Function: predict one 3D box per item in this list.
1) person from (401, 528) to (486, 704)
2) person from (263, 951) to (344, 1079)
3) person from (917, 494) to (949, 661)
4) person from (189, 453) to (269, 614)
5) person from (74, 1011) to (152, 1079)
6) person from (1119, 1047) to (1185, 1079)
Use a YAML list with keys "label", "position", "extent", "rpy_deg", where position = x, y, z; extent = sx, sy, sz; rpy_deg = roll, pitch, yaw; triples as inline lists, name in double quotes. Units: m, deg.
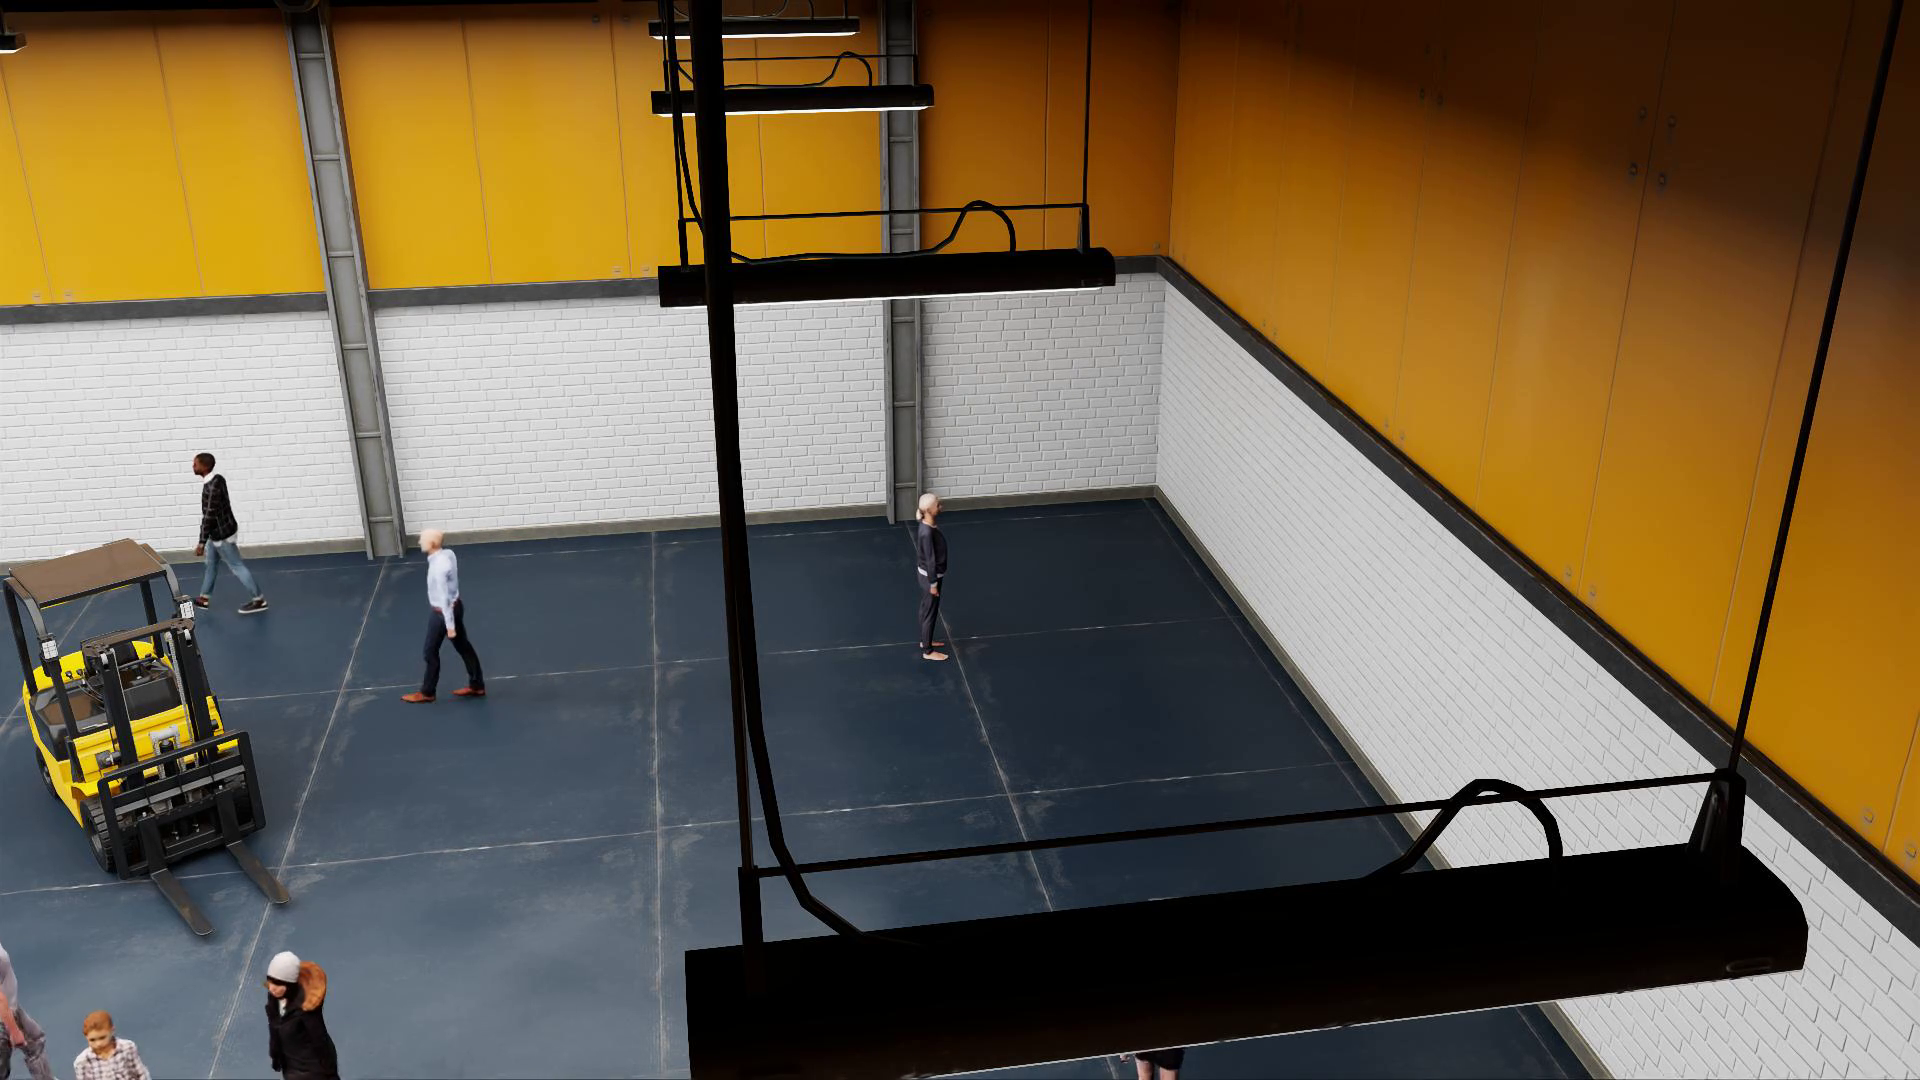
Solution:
- label: "person"
  position: [-4.728, 0.715, 15.627]
  extent: [0.986, 1.765, 0.678]
  rpy_deg: [-2, 24, -5]
- label: "person"
  position: [-3.975, 3.153, 10.243]
  extent: [1.036, 1.611, 1.077]
  rpy_deg: [16, 28, 32]
- label: "person"
  position: [-0.301, 0.338, 16.537]
  extent: [0.520, 1.727, 0.607]
  rpy_deg: [-3, 24, -6]
- label: "person"
  position: [-7.581, -0.043, 17.341]
  extent: [1.146, 1.781, 0.787]
  rpy_deg: [-8, 25, -18]
- label: "person"
  position: [-5.145, 3.358, 10.160]
  extent: [0.571, 1.300, 0.684]
  rpy_deg: [-13, 27, -28]
- label: "person"
  position: [1.214, 3.016, 10.313]
  extent: [0.737, 1.805, 0.778]
  rpy_deg: [2, 24, 5]
